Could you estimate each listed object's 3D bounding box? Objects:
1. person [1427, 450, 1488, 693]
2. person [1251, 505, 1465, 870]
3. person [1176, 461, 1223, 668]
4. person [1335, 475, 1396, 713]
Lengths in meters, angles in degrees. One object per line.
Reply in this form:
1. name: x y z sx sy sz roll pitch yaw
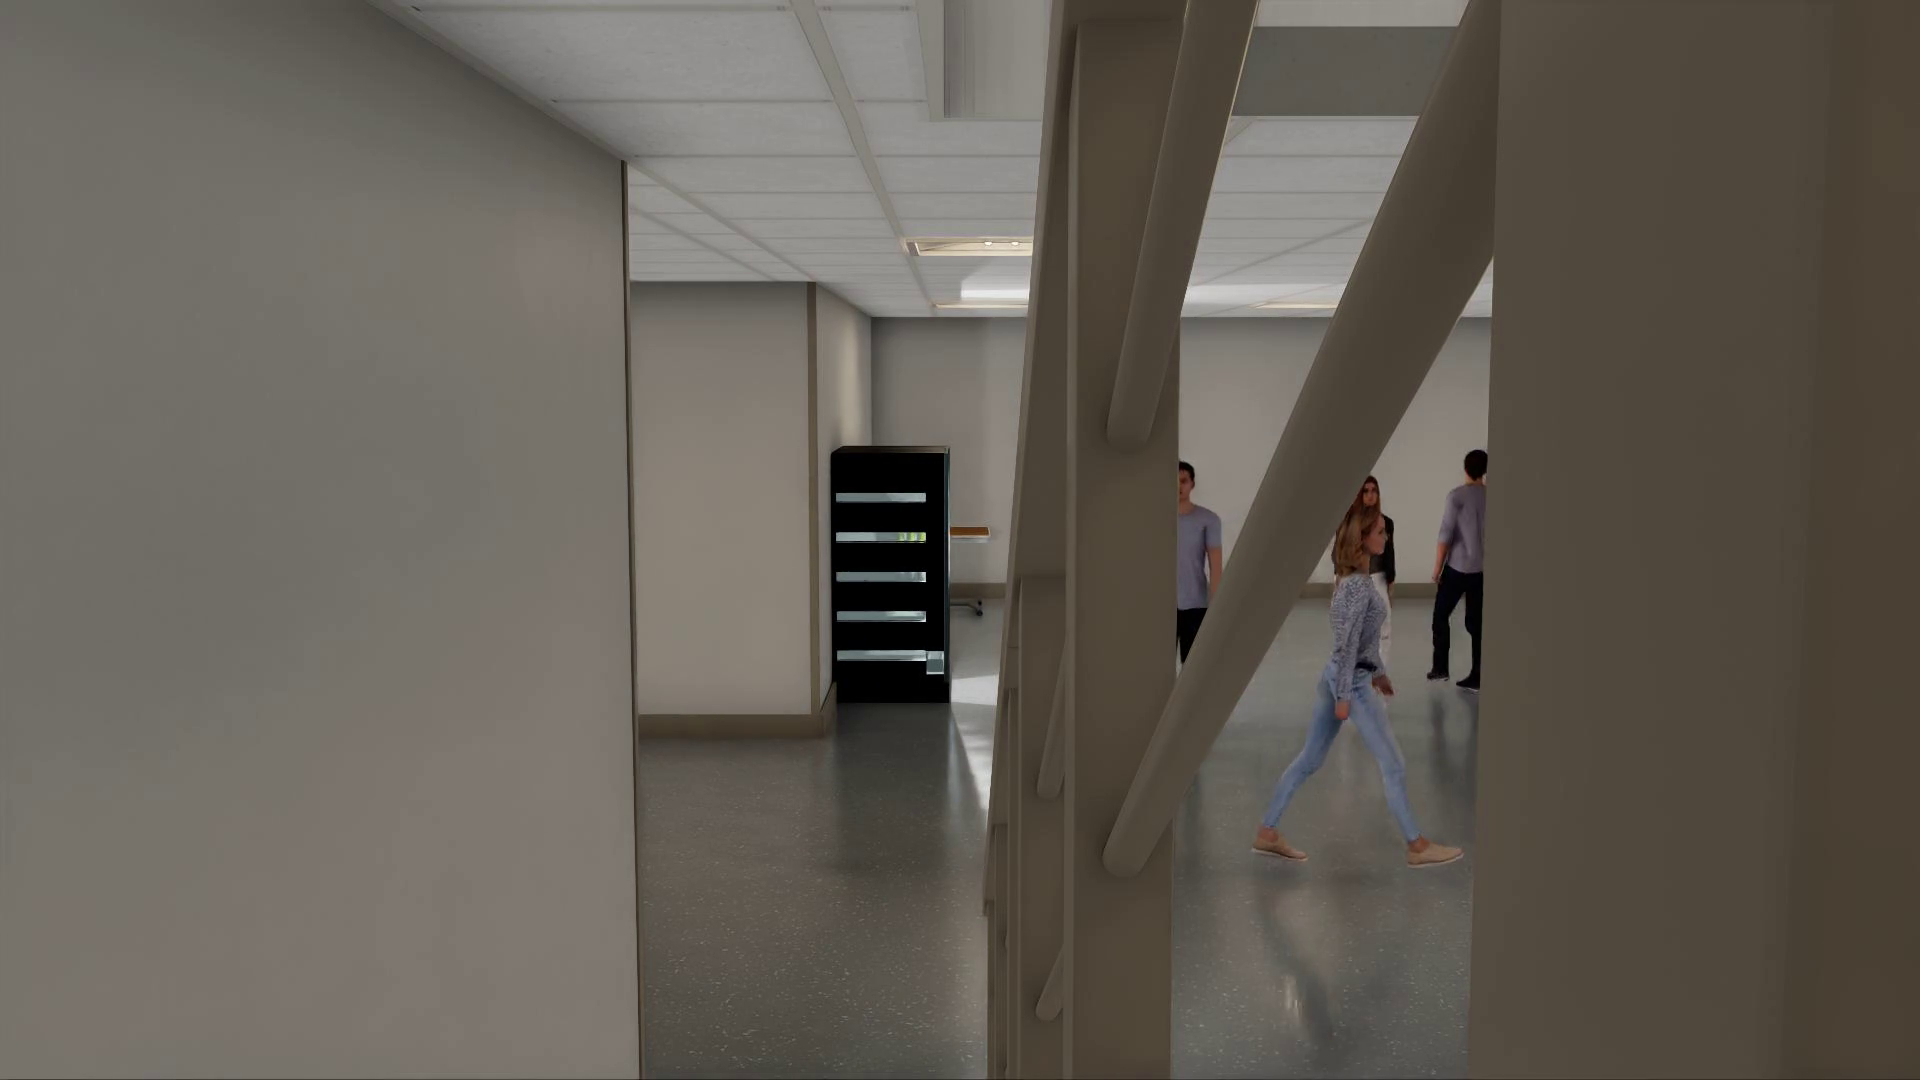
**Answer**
1. person: 3.886 0.247 12.507 0.771 1.811 0.773 -2 6 -19
2. person: 1.764 0.743 7.930 0.720 1.740 1.168 1 6 6
3. person: 1.414 0.438 10.499 0.891 1.832 1.184 2 6 16
4. person: 2.829 0.383 11.733 0.577 1.695 0.572 0 6 1
